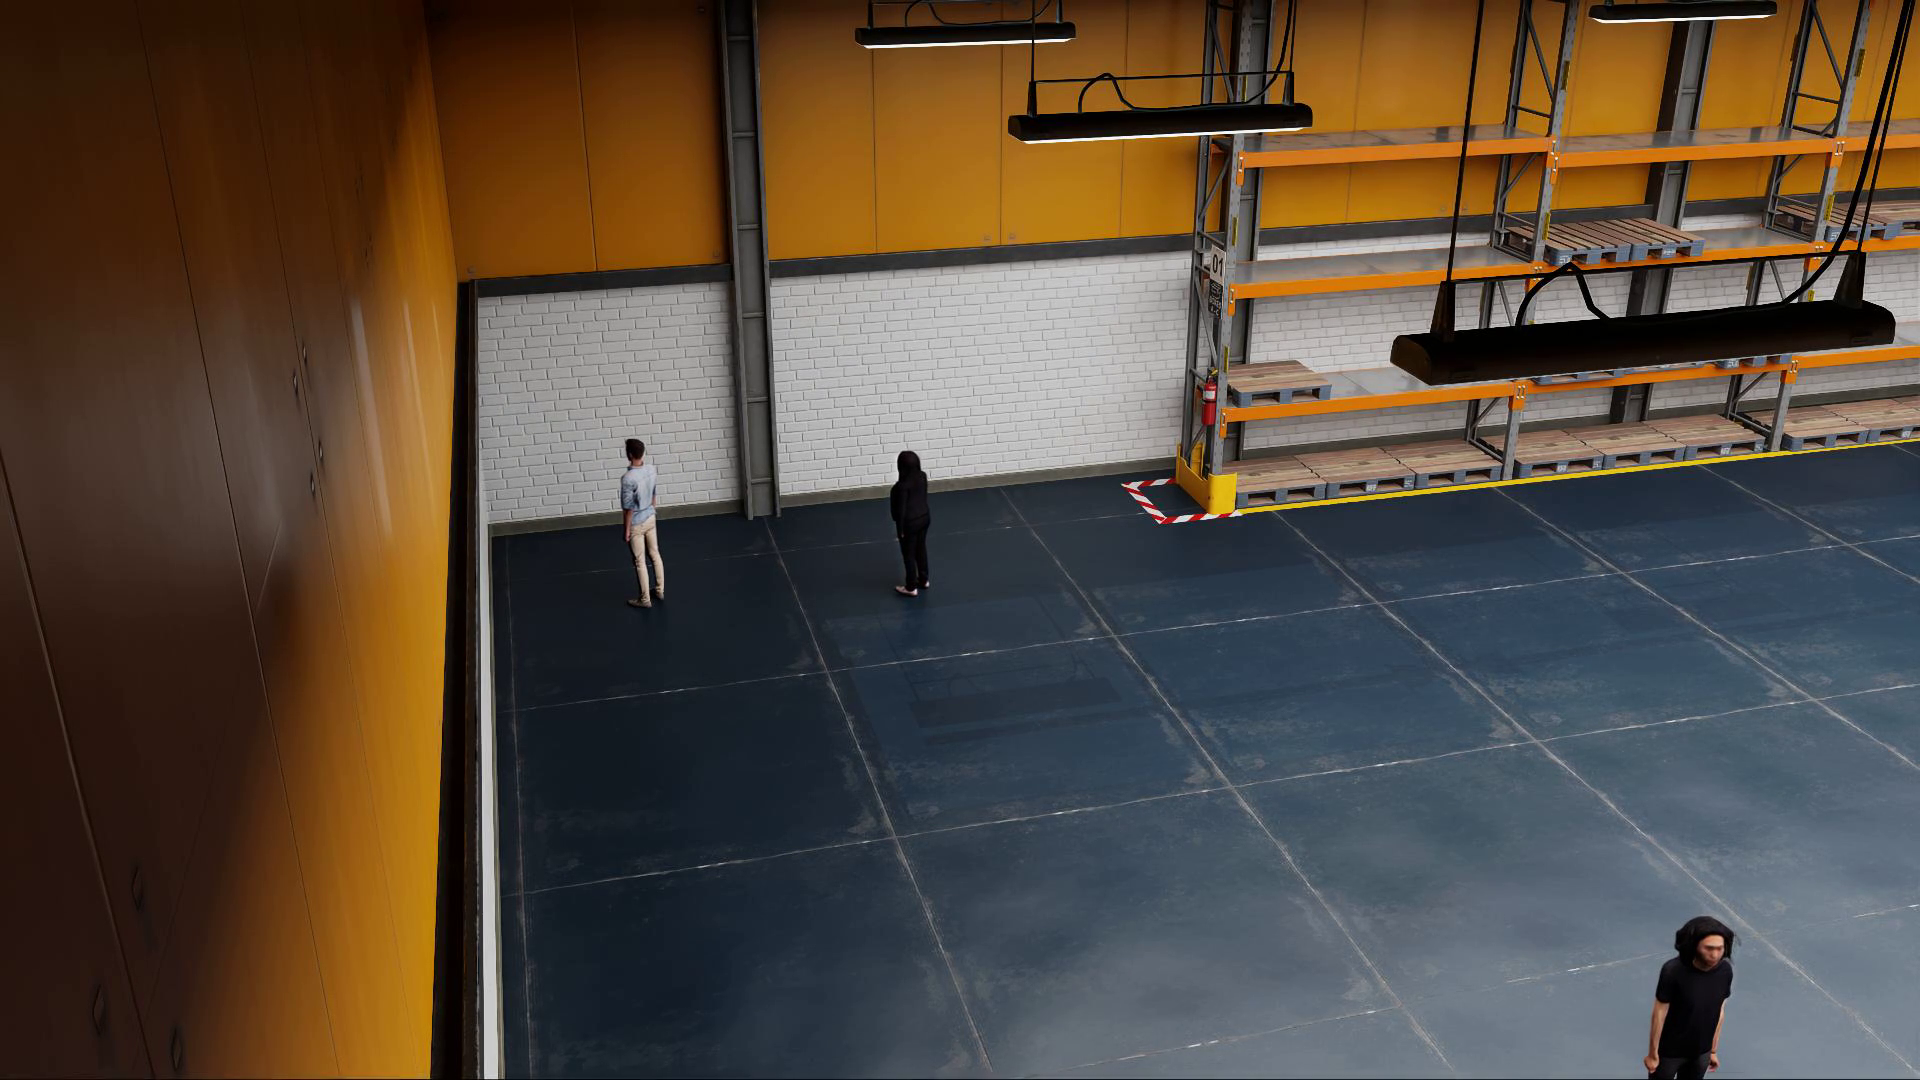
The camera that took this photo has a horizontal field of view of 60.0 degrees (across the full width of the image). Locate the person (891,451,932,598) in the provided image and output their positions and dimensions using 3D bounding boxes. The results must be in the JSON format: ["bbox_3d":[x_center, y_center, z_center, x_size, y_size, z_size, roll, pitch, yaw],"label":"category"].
[{"bbox_3d":[-0.498,-0.196,17.790,0.821,1.614,0.759,14,27,28],"label":"person"}]

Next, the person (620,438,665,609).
[{"bbox_3d":[-3.356,-0.189,17.484,0.780,1.847,0.715,14,27,28],"label":"person"}]

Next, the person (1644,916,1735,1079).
[{"bbox_3d":[4.391,3.043,10.103,0.496,1.836,0.708,-4,24,-9],"label":"person"}]
